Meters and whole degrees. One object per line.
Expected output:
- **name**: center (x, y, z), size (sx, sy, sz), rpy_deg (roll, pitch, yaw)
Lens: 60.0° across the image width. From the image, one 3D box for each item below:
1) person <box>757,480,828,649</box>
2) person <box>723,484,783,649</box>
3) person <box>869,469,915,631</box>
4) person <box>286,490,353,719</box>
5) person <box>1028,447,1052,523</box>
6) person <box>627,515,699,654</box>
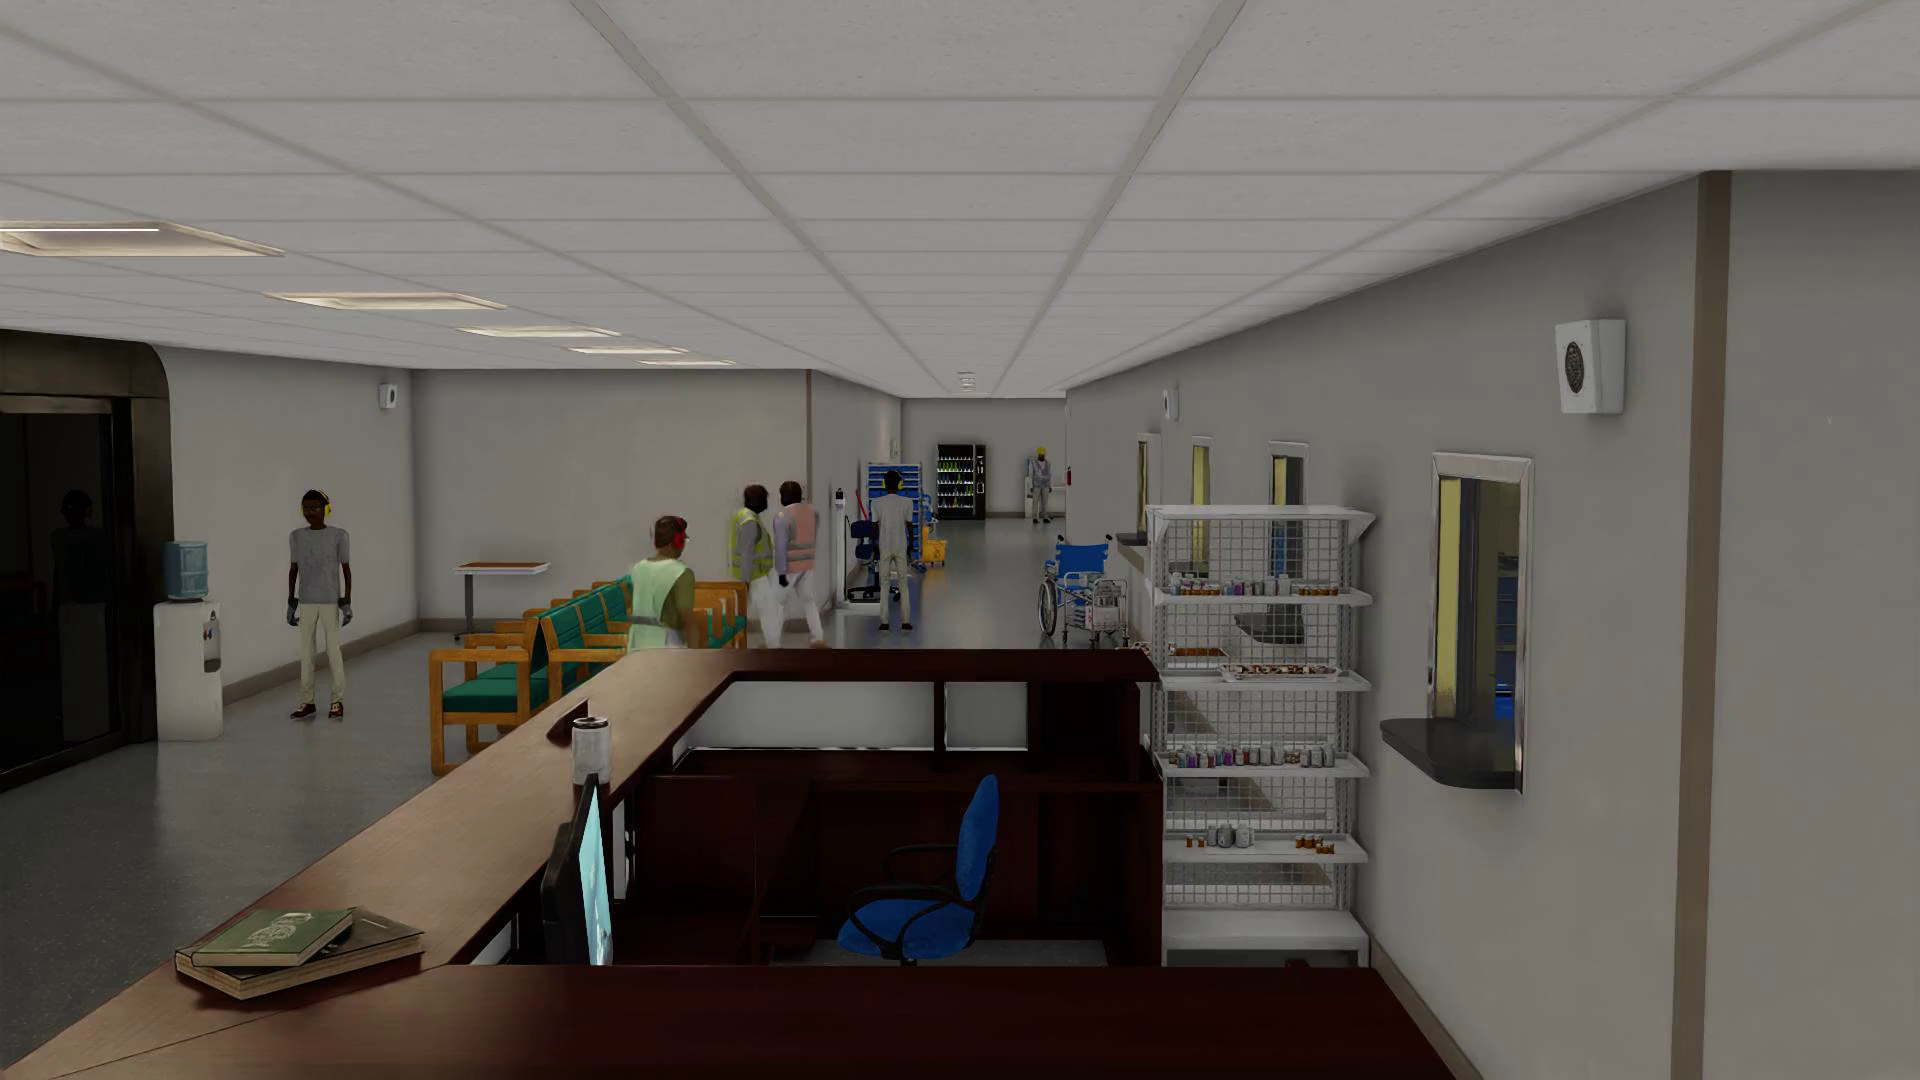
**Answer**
- **person**: center (-1.723, 0.281, 17.318), size (0.813, 1.814, 0.629), rpy_deg (4, 6, 42)
- **person**: center (-2.154, 0.339, 16.656), size (0.915, 1.808, 0.617), rpy_deg (-1, 4, -16)
- **person**: center (-0.782, 0.122, 19.139), size (0.521, 1.873, 0.335), rpy_deg (0, 4, -1)
- **person**: center (-5.222, 0.522, 13.549), size (0.536, 1.869, 0.314), rpy_deg (0, 4, -2)
- **person**: center (1.911, -1.298, 39.419), size (0.598, 1.826, 0.403), rpy_deg (-2, 4, -22)
- **person**: center (-1.871, 0.757, 10.561), size (0.433, 1.822, 0.608), rpy_deg (-4, 5, -42)
